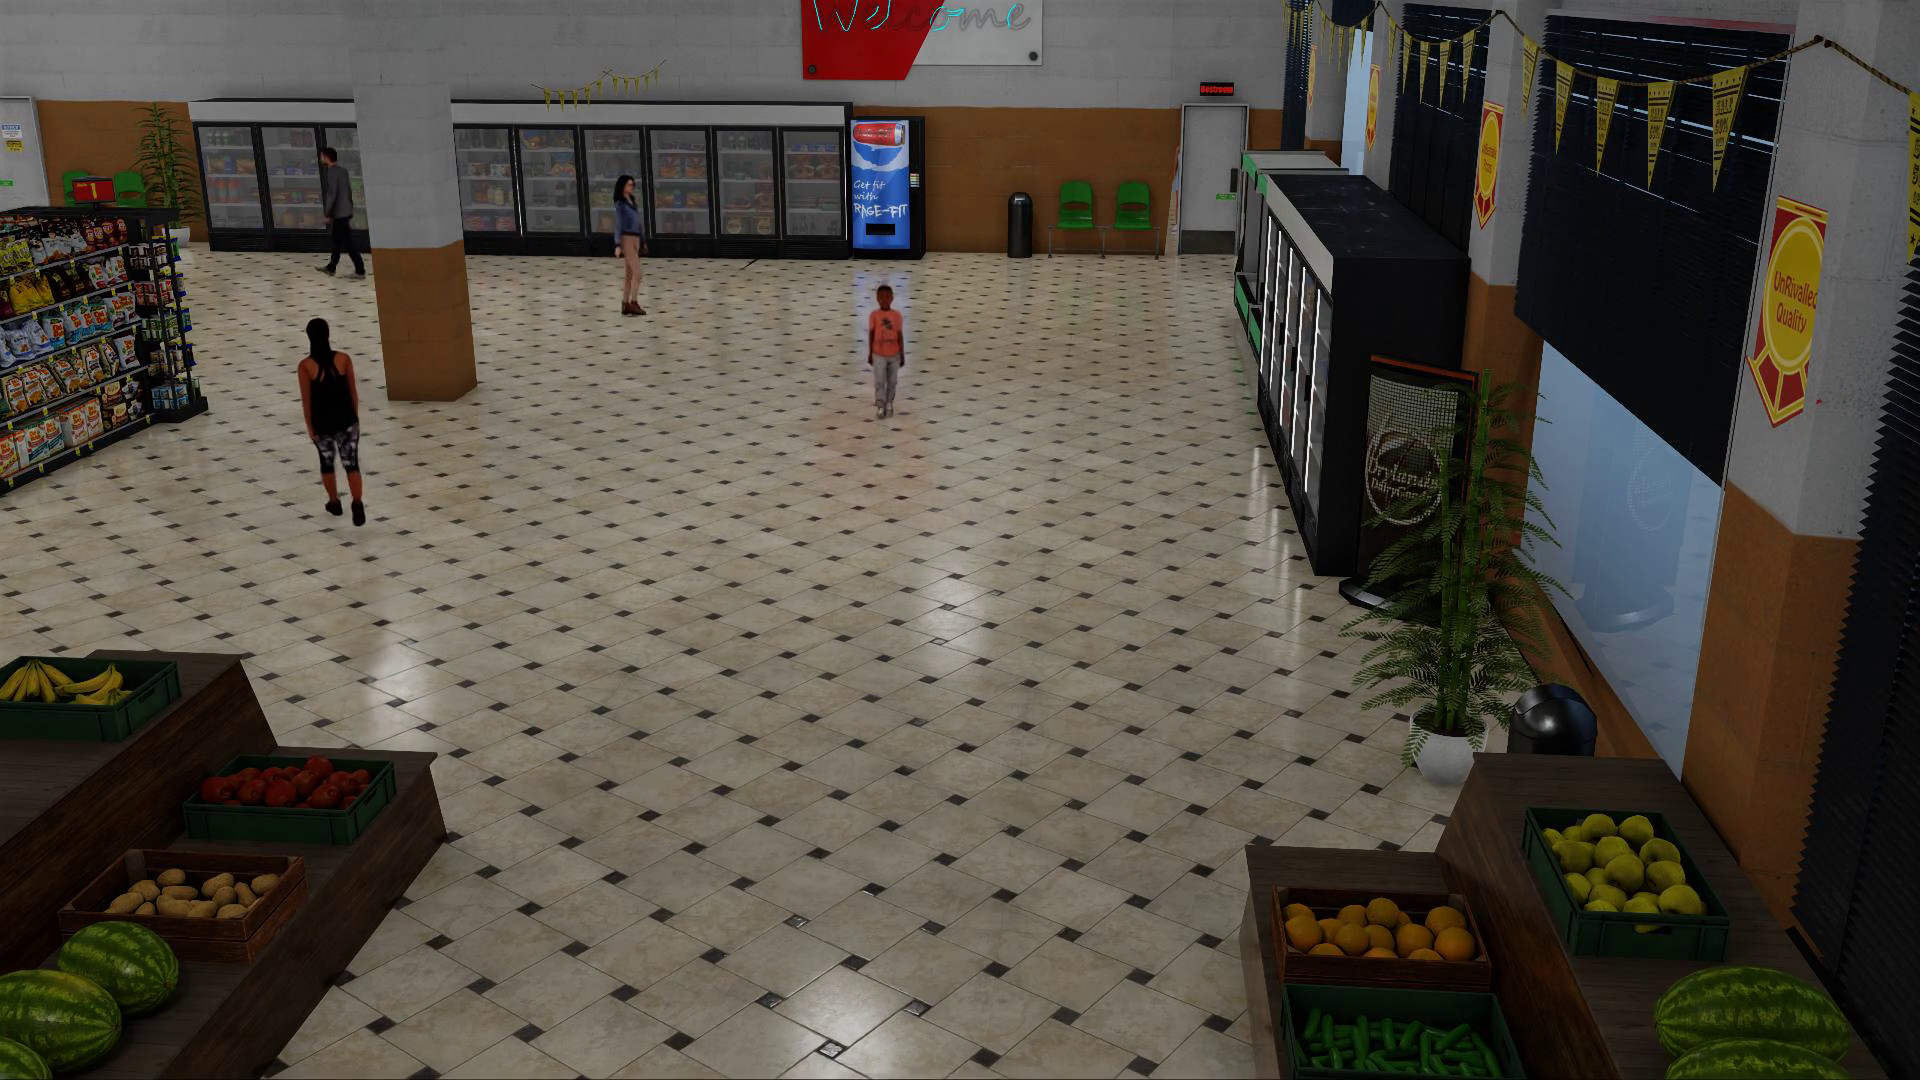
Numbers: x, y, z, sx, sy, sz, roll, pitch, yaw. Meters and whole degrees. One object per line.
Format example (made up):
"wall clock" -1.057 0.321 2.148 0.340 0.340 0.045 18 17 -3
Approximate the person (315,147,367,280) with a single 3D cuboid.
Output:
"person" -8.692 -4.607 23.574 0.843 1.842 0.985 0 19 -1

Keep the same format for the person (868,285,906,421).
"person" -0.717 -1.835 16.219 0.575 1.288 0.840 -1 19 -3

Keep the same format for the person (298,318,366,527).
"person" -4.832 -0.894 12.893 0.947 1.630 1.133 -9 21 -26

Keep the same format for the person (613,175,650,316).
"person" -4.267 -3.725 21.075 0.777 1.765 0.668 7 20 19
